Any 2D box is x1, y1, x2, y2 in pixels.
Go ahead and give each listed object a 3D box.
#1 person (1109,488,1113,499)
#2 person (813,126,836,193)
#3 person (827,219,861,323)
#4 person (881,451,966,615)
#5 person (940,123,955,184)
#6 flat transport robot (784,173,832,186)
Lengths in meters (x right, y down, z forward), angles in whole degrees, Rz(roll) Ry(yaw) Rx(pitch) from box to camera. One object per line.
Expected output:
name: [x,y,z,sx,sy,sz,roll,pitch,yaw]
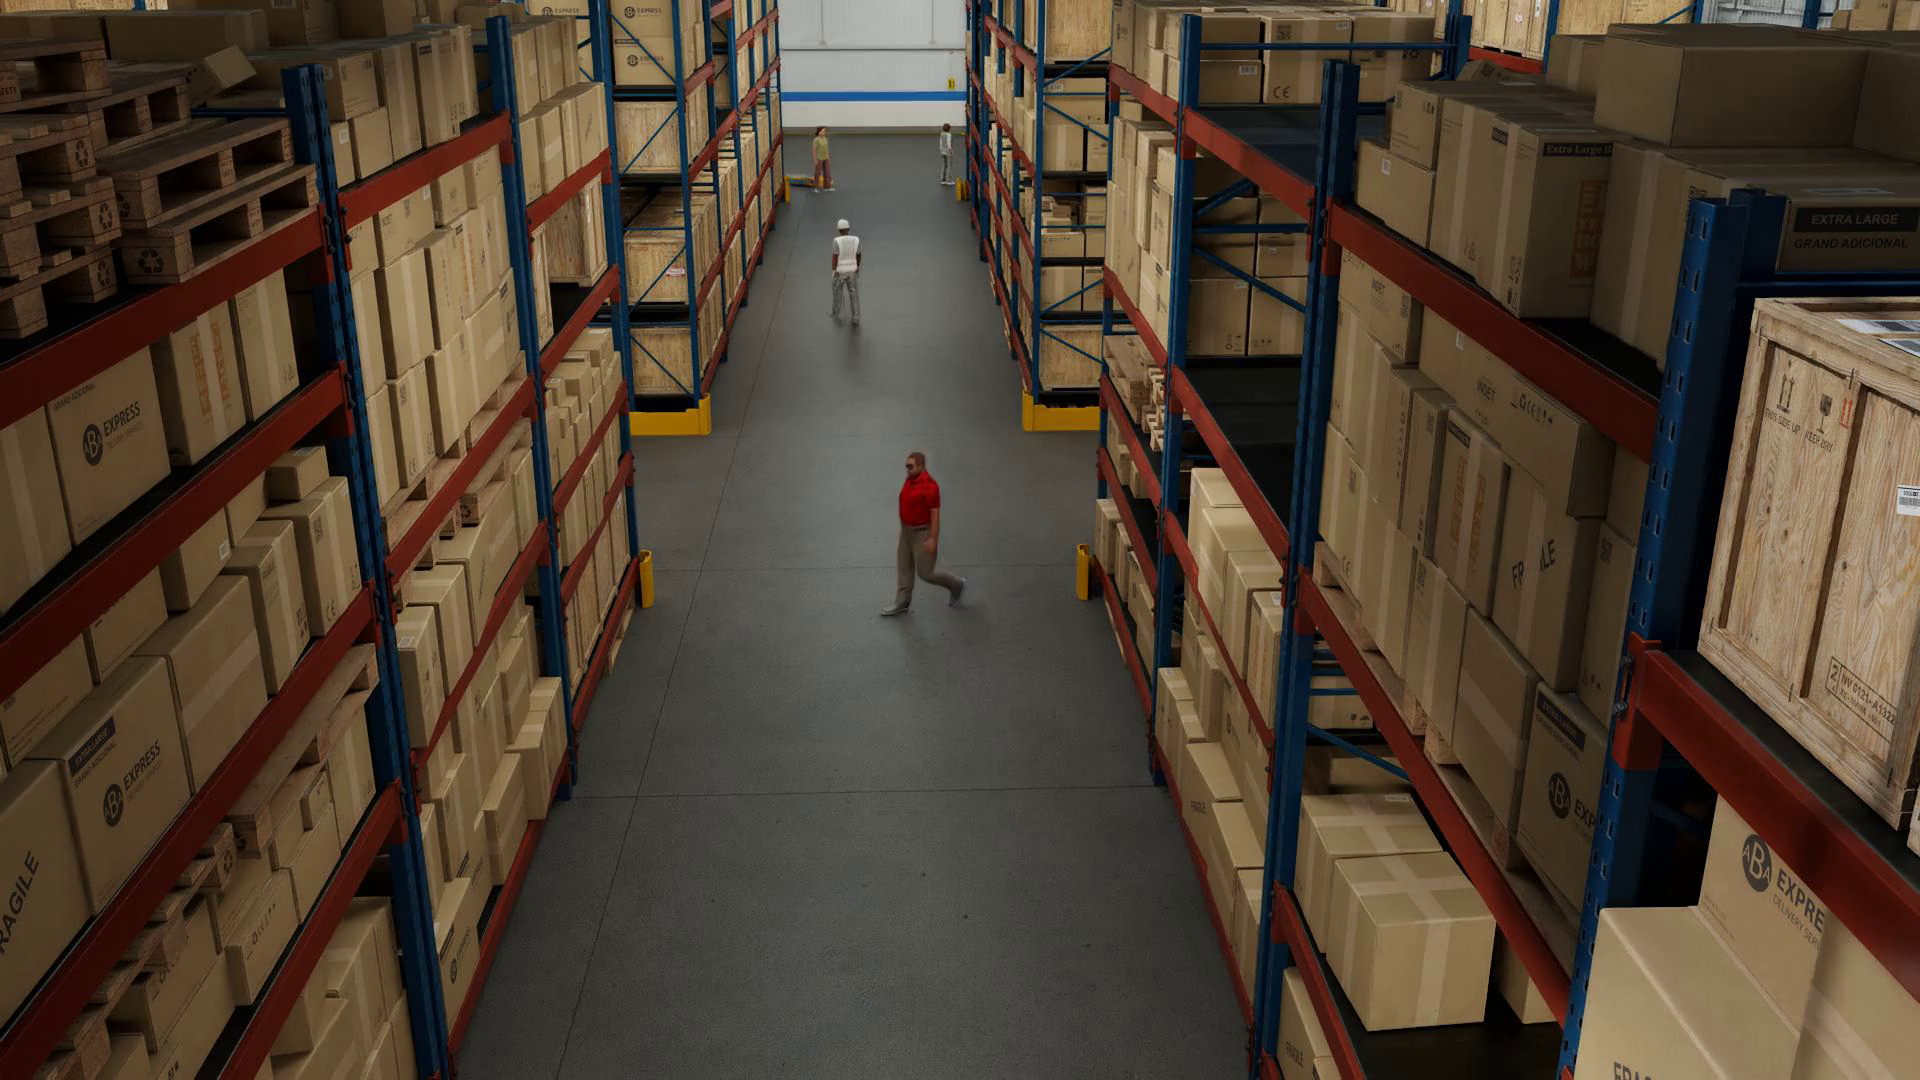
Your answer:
person: [1.813,-0.756,18.635,0.372,1.693,0.457,9,22,24]
person: [-3.551,-9.819,42.888,0.542,1.673,0.418,-19,28,-41]
person: [-2.034,-4.720,29.072,0.623,1.770,0.777,-9,22,-23]
person: [-0.370,-0.074,16.760,0.826,1.716,0.572,-13,24,-32]
person: [-0.335,-10.296,44.323,0.328,1.602,0.412,-19,28,-41]
flat transport robot: [-4.194,-9.617,44.495,1.431,0.255,0.659,10,23,26]
